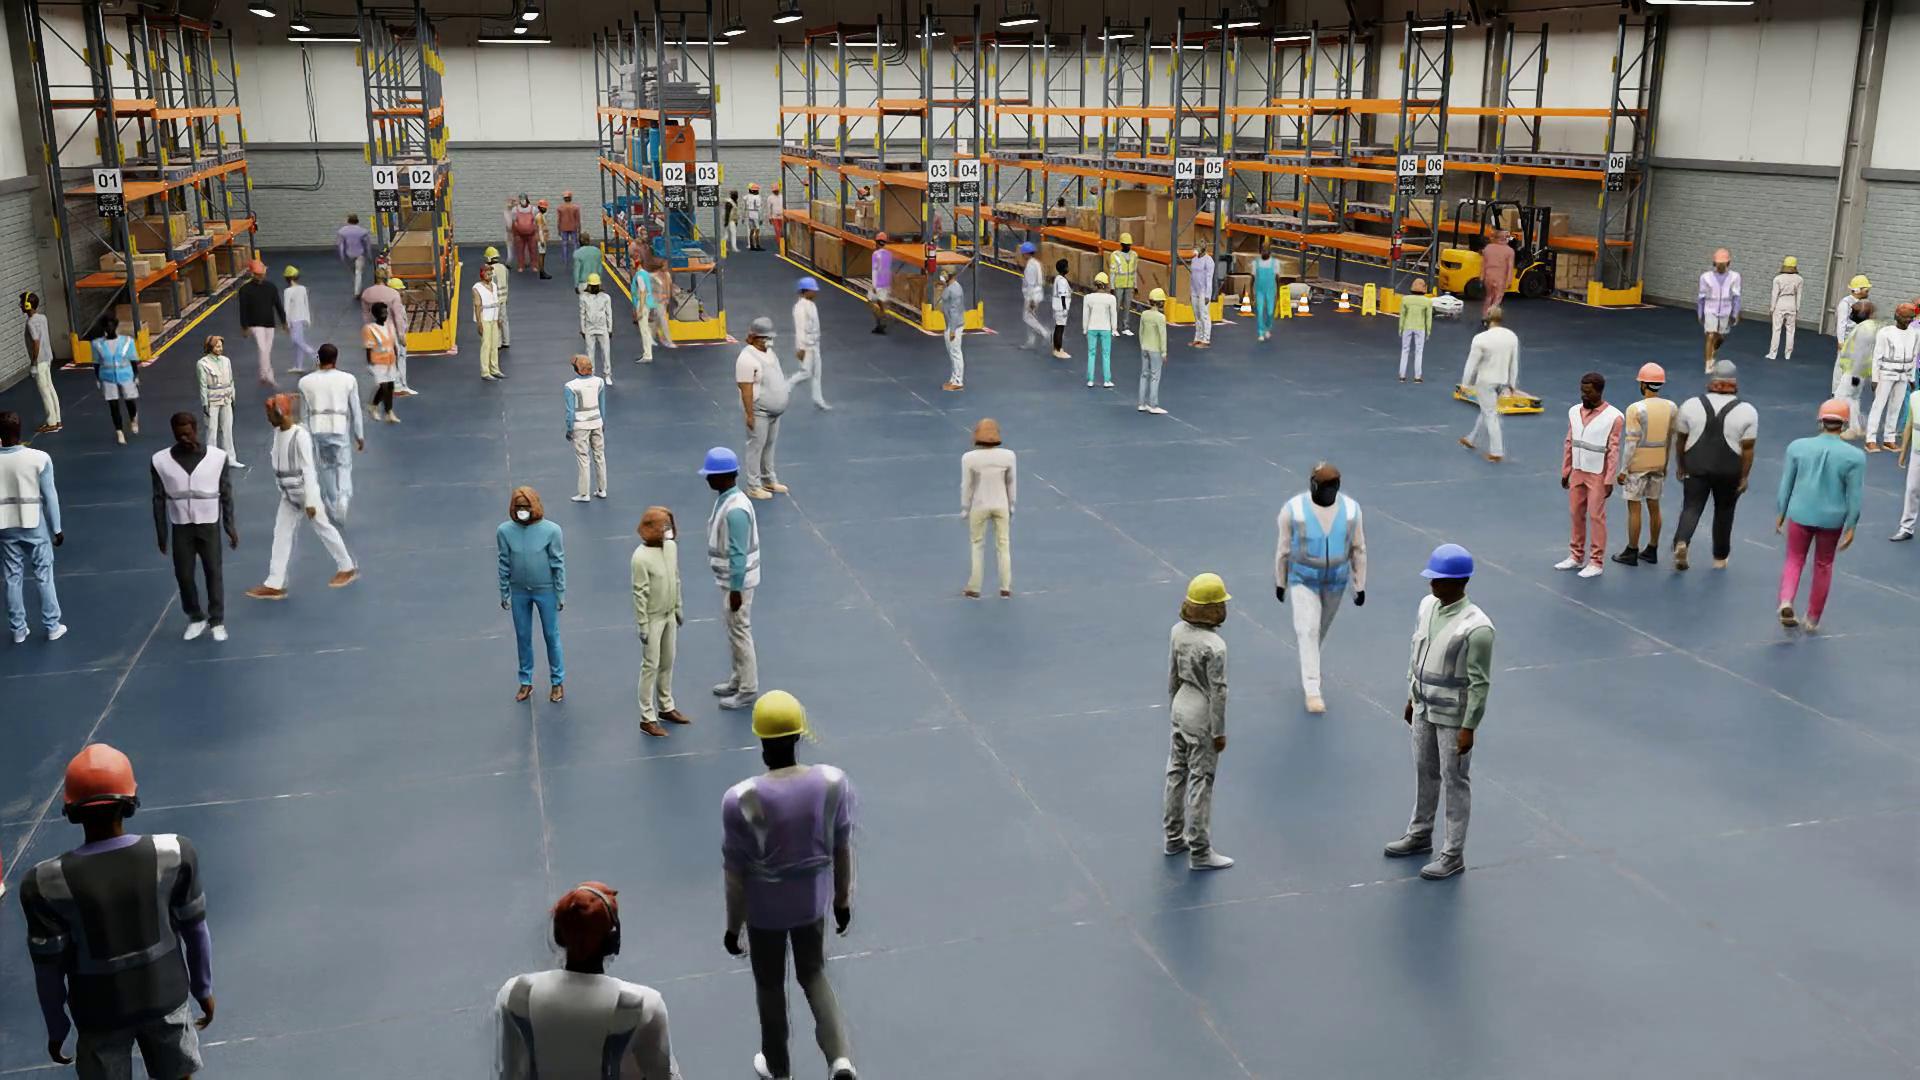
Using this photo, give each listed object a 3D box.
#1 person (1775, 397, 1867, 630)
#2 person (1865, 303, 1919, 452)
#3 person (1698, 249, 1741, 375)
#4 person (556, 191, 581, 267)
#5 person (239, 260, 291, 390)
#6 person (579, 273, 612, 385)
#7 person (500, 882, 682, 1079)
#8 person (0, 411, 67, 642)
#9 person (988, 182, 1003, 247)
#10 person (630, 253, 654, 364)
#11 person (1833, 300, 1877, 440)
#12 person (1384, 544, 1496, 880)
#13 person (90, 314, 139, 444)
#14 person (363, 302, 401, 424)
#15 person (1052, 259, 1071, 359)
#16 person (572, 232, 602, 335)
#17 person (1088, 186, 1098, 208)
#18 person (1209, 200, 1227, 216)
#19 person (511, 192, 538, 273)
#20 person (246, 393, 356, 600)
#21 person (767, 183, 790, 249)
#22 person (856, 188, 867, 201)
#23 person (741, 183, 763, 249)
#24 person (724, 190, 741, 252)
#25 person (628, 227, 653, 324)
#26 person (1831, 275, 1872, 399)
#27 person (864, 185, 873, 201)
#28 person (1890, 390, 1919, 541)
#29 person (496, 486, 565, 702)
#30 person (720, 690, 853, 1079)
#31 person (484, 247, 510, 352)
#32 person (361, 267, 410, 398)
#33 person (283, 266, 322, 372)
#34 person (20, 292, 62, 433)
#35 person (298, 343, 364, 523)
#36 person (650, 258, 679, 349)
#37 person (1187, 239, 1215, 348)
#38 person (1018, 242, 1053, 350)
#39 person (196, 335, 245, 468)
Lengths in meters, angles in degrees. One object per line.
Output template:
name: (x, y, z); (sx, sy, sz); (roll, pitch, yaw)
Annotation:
person: (7.089, -0.183, 13.753); (0.638, 1.976, 0.638); (9, 18, 31)
person: (11.735, -2.038, 20.904); (0.585, 1.882, 0.337); (-1, 15, -6)
person: (12.278, -3.724, 26.987); (0.612, 2.022, 0.813); (4, 15, 13)
person: (-10.361, -8.248, 44.097); (0.609, 1.983, 0.410); (-3, 15, -12)
person: (-10.572, -3.278, 25.414); (0.927, 1.953, 0.632); (10, 18, 34)
person: (-5.637, -3.264, 25.804); (0.485, 1.737, 0.322); (-3, 15, -11)
person: (-1.211, 2.011, 5.741); (0.609, 1.846, 0.883); (3, 15, 11)
person: (-7.661, -0.101, 13.581); (0.582, 1.911, 0.392); (-3, 15, -10)
person: (0.972, -9.764, 49.881); (0.633, 1.930, 0.497); (11, 19, 36)
person: (-5.331, -3.893, 27.960); (0.384, 1.845, 0.565); (-2, 15, -6)
person: (11.628, -2.192, 21.594); (0.431, 1.831, 0.648); (9, 17, 30)
person: (2.754, 0.963, 9.491); (0.391, 1.948, 0.605); (-6, 16, -22)
person: (-10.876, -2.083, 21.453); (0.536, 1.686, 0.429); (-7, 16, -23)
person: (-7.848, -2.407, 22.659); (0.362, 1.684, 0.553); (7, 16, 25)
person: (1.743, -3.965, 28.516); (0.318, 1.697, 0.535); (-2, 15, -7)
person: (-7.001, -4.829, 31.325); (0.629, 1.933, 0.364); (-14, 20, -43)
person: (4.246, -10.474, 53.151); (0.283, 1.627, 0.508); (-6, 16, -20)
person: (7.316, -9.019, 47.162); (0.558, 1.900, 0.966); (-5, 16, -17)
person: (-11.097, -7.861, 42.517); (0.688, 2.000, 0.539); (-4, 15, -13)
person: (-5.929, -0.404, 14.887); (0.641, 1.825, 1.030); (12, 19, 38)
person: (-5.289, -9.418, 48.538); (0.655, 1.954, 0.438); (-3, 15, -12)
person: (-2.647, -8.534, 45.136); (0.385, 1.993, 0.624); (6, 16, 22)
person: (-6.150, -9.585, 49.257); (0.632, 1.913, 0.388); (-5, 16, -18)
person: (-6.726, -9.261, 48.279); (0.735, 1.801, 0.647); (3, 15, 12)
person: (-6.272, -5.217, 32.853); (0.400, 1.900, 0.646); (5, 16, 19)
person: (13.170, -2.979, 24.536); (0.596, 1.837, 0.404); (-8, 17, -28)
person: (-2.711, -9.558, 49.263); (0.507, 1.860, 0.321); (13, 19, 40)
person: (9.672, -0.851, 16.530); (0.389, 1.839, 0.573); (-10, 18, -34)
person: (-3.145, 0.393, 12.253); (0.500, 1.627, 0.278); (1, 15, 3)
person: (-0.730, 1.585, 7.227); (0.591, 1.908, 0.647); (-8, 17, -28)
person: (-8.167, -4.223, 29.222); (0.403, 1.835, 0.588); (6, 16, 21)
person: (-8.546, -3.073, 24.705); (0.629, 1.934, 0.374); (4, 15, 13)
person: (-10.644, -3.546, 26.867); (0.725, 1.748, 0.528); (4, 15, 16)
person: (-12.280, -2.365, 22.162); (0.328, 1.874, 0.521); (-3, 15, -10)
person: (-6.599, -1.113, 17.440); (0.636, 1.886, 0.789); (-2, 15, -9)
person: (-5.366, -4.243, 29.747); (0.811, 1.599, 0.504); (6, 16, 23)
person: (4.304, -4.392, 29.689); (0.368, 1.932, 0.623); (-7, 16, -25)
person: (1.313, -4.281, 29.271); (0.591, 1.923, 0.639); (4, 15, 14)
person: (-8.857, -1.628, 19.853); (0.313, 1.634, 0.514); (5, 16, 19)
